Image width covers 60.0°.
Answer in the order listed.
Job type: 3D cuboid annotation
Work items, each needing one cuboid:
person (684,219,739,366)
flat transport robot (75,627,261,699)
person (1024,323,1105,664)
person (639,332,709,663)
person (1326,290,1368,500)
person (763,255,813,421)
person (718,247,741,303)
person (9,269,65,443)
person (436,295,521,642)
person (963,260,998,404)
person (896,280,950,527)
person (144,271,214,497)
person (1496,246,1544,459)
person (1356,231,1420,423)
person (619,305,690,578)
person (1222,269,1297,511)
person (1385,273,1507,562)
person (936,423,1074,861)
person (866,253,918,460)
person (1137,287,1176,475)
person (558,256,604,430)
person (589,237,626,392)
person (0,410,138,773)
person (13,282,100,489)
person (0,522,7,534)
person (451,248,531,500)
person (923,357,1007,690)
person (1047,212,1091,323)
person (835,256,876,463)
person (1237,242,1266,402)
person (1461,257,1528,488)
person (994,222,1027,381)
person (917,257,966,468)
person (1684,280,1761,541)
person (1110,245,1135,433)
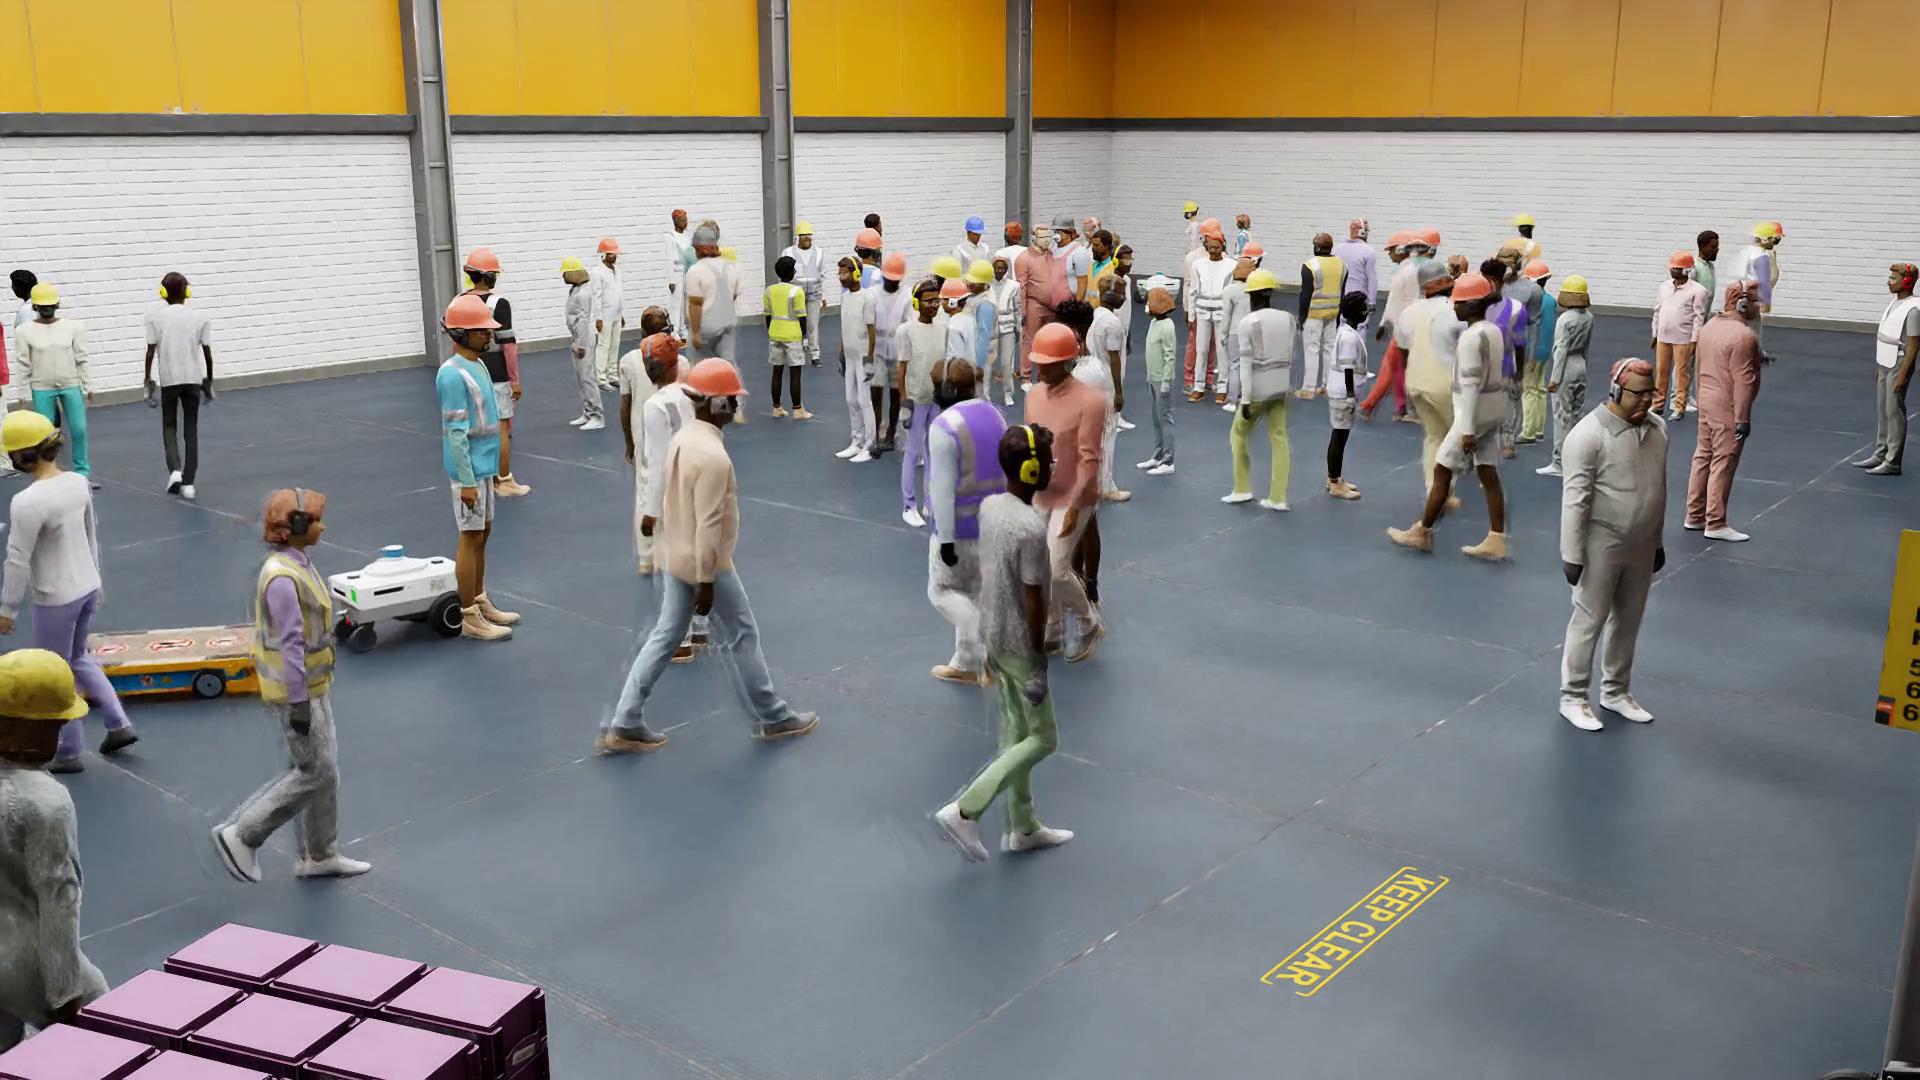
[{"bbox_3d":[-3.019,-2.933,20.200,0.642,1.892,0.996,3,14,12],"label":"person"},{"bbox_3d":[-4.389,0.671,9.082,1.431,0.197,0.652,-3,14,-13],"label":"flat transport robot"},{"bbox_3d":[0.532,-0.230,9.235,0.457,1.966,0.640,-11,18,-38],"label":"person"},{"bbox_3d":[-1.631,-0.237,9.435,0.355,1.887,0.573,4,15,17],"label":"person"},{"bbox_3d":[3.172,-1.193,13.636,0.322,1.697,0.533,3,14,11],"label":"person"},{"bbox_3d":[-1.783,-2.077,17.172,0.533,1.697,0.319,8,16,30],"label":"person"},{"bbox_3d":[-2.477,-2.226,17.655,0.343,1.755,0.531,-2,14,-9],"label":"person"},{"bbox_3d":[-8.723,-1.710,15.728,0.319,1.687,0.538,-4,15,-16],"label":"person"},{"bbox_3d":[-2.857,-0.426,9.871,0.377,2.045,0.605,-1,14,-3],"label":"person"},{"bbox_3d":[0.144,-1.681,15.389,0.403,1.804,0.668,-2,14,-7],"label":"person"},{"bbox_3d":[-0.256,-1.046,12.700,0.512,1.872,0.325,-12,19,-40],"label":"person"},{"bbox_3d":[-6.402,-1.270,13.651,0.557,1.836,0.458,-8,16,-28],"label":"person"},{"bbox_3d":[4.962,-1.713,15.227,0.636,1.938,0.355,6,15,22],"label":"person"},{"bbox_3d":[4.432,-2.169,17.036,0.980,1.944,0.627,2,14,7],"label":"person"},{"bbox_3d":[-2.011,-0.648,11.160,0.516,1.844,0.329,4,14,14],"label":"person"},{"bbox_3d":[2.395,-1.186,13.224,0.591,1.894,0.692,-7,16,-27],"label":"person"},{"bbox_3d":[3.482,-0.865,11.690,0.958,2.002,0.649,10,17,36],"label":"person"},{"bbox_3d":[0.197,0.440,6.809,0.569,1.854,0.514,-6,15,-24],"label":"person"},{"bbox_3d":[-0.677,-1.679,15.227,0.615,1.866,0.971,1,14,2],"label":"person"},{"bbox_3d":[1.741,-1.391,14.557,0.269,1.632,0.505,-2,14,-10],"label":"person"},{"bbox_3d":[-3.825,-1.978,16.710,0.346,1.733,0.485,-7,16,-27],"label":"person"},{"bbox_3d":[-4.009,-2.590,19.106,0.342,1.749,0.573,5,15,19],"label":"person"},{"bbox_3d":[-4.216,0.254,7.737,0.377,1.753,0.541,0,14,0],"label":"person"},{"bbox_3d":[-7.478,-1.244,13.718,0.593,1.758,0.379,-12,18,-39],"label":"person"},{"bbox_3d":[-7.288,-0.723,11.587,0.525,1.775,1.004,11,18,37],"label":"person"},{"bbox_3d":[-3.830,-1.345,13.545,0.607,2.044,0.378,6,15,23],"label":"person"},{"bbox_3d":[0.075,-0.064,8.911,0.571,1.818,0.641,10,17,34],"label":"person"},{"bbox_3d":[1.144,-2.720,19.042,0.538,2.000,0.683,-11,18,-37],"label":"person"},{"bbox_3d":[-0.946,-1.638,15.102,0.340,1.856,0.527,-10,17,-36],"label":"person"},{"bbox_3d":[3.205,-2.406,18.369,0.334,1.749,0.576,0,14,0],"label":"person"},{"bbox_3d":[4.437,-1.418,14.035,0.647,1.942,0.538,3,14,12],"label":"person"},{"bbox_3d":[0.637,-2.838,19.830,0.586,1.882,0.340,-9,17,-33],"label":"person"},{"bbox_3d":[-0.167,-1.553,14.677,0.639,1.881,0.667,-4,14,-14],"label":"person"},{"bbox_3d":[5.666,-0.956,12.265,0.405,1.906,0.652,-1,14,-3],"label":"person"},{"bbox_3d":[1.562,-2.000,16.544,0.318,1.861,0.508,9,17,33],"label":"person"}]
